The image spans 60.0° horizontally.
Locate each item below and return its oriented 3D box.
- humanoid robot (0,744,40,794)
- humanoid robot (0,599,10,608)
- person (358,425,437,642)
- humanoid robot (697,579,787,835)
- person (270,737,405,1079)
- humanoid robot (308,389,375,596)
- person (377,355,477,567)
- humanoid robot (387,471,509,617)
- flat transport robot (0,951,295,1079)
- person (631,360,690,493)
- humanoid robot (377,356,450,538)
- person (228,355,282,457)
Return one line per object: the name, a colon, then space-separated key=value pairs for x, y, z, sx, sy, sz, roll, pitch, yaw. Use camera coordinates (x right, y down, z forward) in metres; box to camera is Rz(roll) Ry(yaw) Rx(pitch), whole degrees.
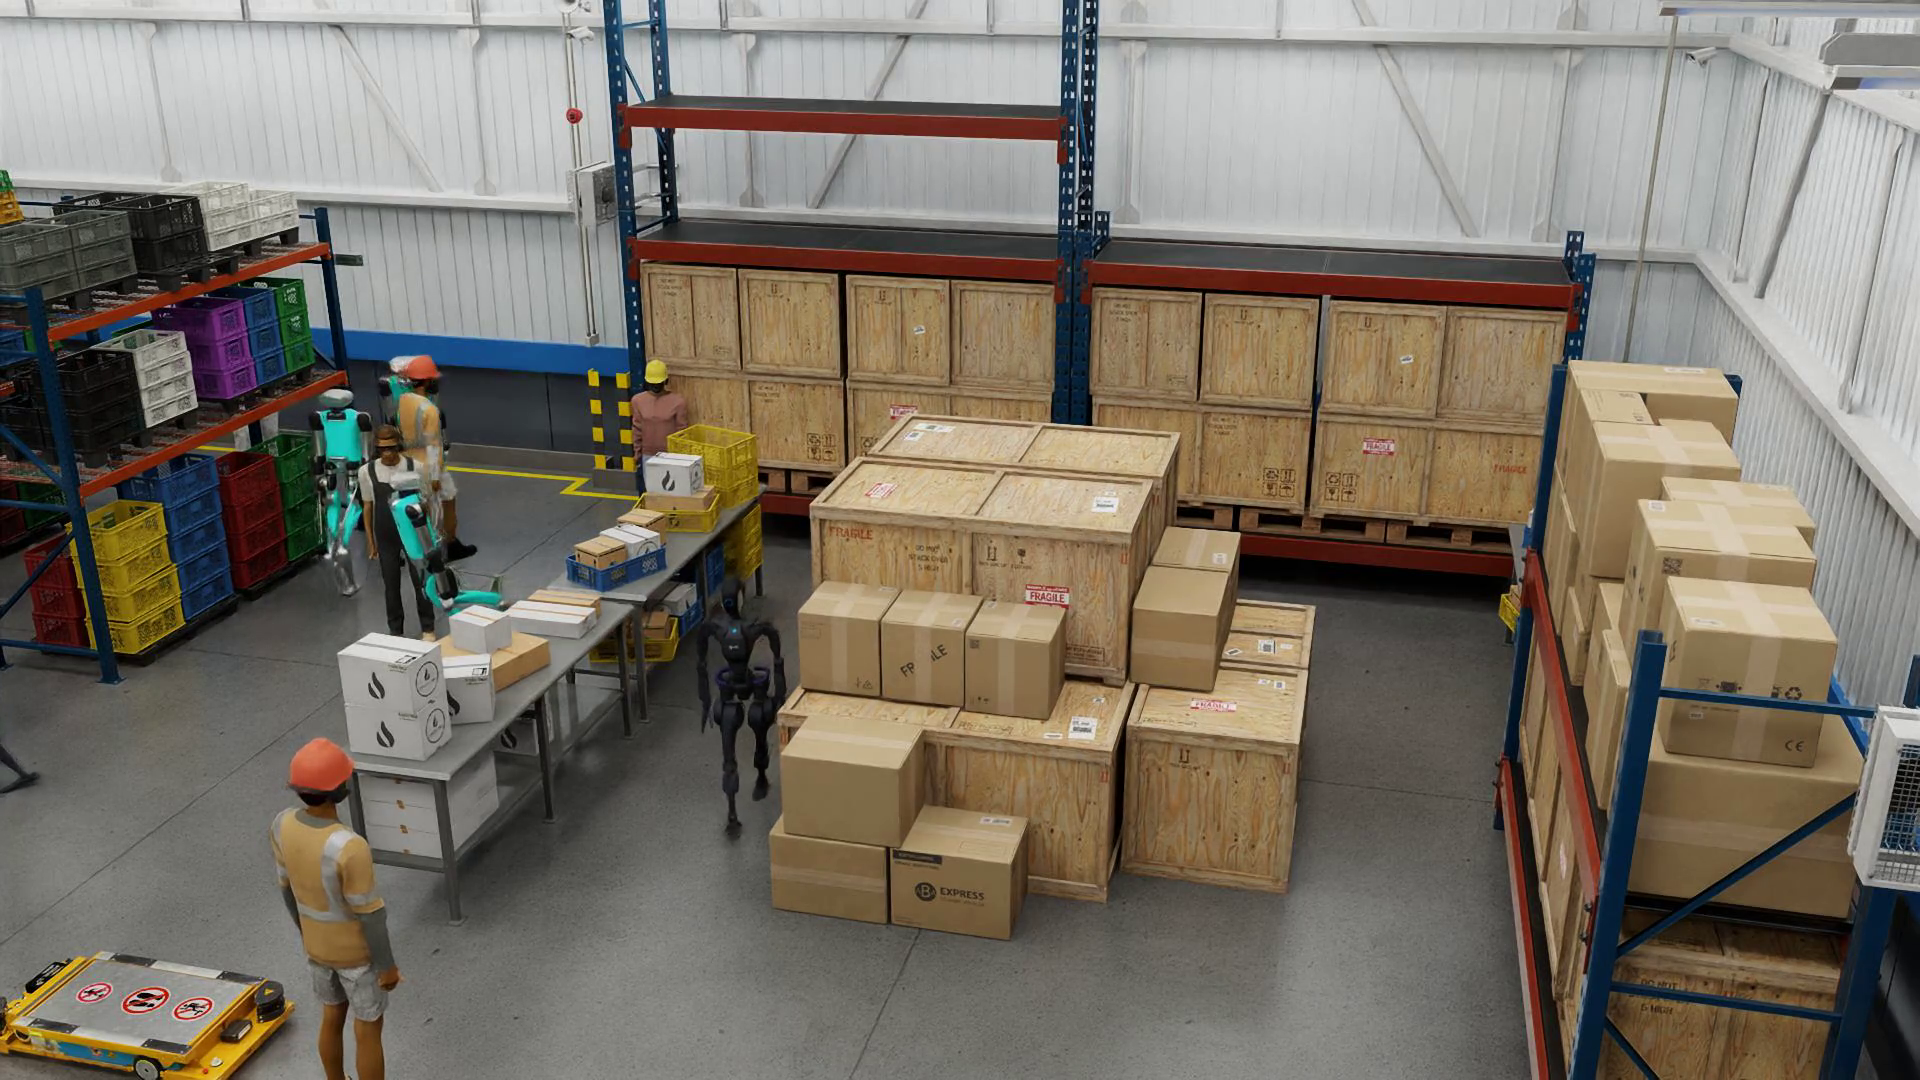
humanoid robot: x=-6.485 y=0.969 z=10.611 sx=0.834 sy=1.615 sz=0.615 roll=-12 pitch=24 yaw=-29
humanoid robot: x=-8.186 y=-0.082 z=13.253 sx=0.530 sy=1.772 sz=0.995 roll=9 pitch=23 yaw=23
person: x=-4.344 y=-0.020 z=12.906 sx=0.505 sy=1.838 sz=0.341 roll=-6 pitch=22 yaw=-16
humanoid robot: x=-1.347 y=1.018 z=10.478 sx=0.603 sy=1.630 sz=0.787 roll=1 pitch=21 yaw=1
person: x=-2.841 y=1.851 z=7.721 sx=0.613 sy=2.043 sz=0.370 roll=12 pitch=24 yaw=29
humanoid robot: x=-5.161 y=-0.272 z=13.783 sx=0.530 sy=1.855 sz=0.783 roll=2 pitch=21 yaw=5
person: x=-4.704 y=-0.654 z=14.460 sx=0.545 sy=1.907 sz=0.831 roll=16 pitch=26 yaw=35
humanoid robot: x=-3.729 y=0.279 z=12.237 sx=0.998 sy=1.722 sz=0.562 roll=-15 pitch=25 yaw=-34
flat transport robot: x=-4.270 y=2.464 z=8.601 sx=1.431 sy=0.231 sz=0.659 roll=5 pitch=22 yaw=13
person: x=-2.687 y=-0.770 z=14.978 sx=0.525 sy=1.760 sz=0.334 roll=2 pitch=21 yaw=6
humanoid robot: x=-4.961 y=-0.928 z=15.442 sx=0.545 sy=1.747 sz=0.924 roll=-1 pitch=21 yaw=-2
person: x=-7.045 y=-1.420 z=16.580 sx=0.619 sy=1.833 sz=0.430 roll=-19 pitch=28 yaw=-41
